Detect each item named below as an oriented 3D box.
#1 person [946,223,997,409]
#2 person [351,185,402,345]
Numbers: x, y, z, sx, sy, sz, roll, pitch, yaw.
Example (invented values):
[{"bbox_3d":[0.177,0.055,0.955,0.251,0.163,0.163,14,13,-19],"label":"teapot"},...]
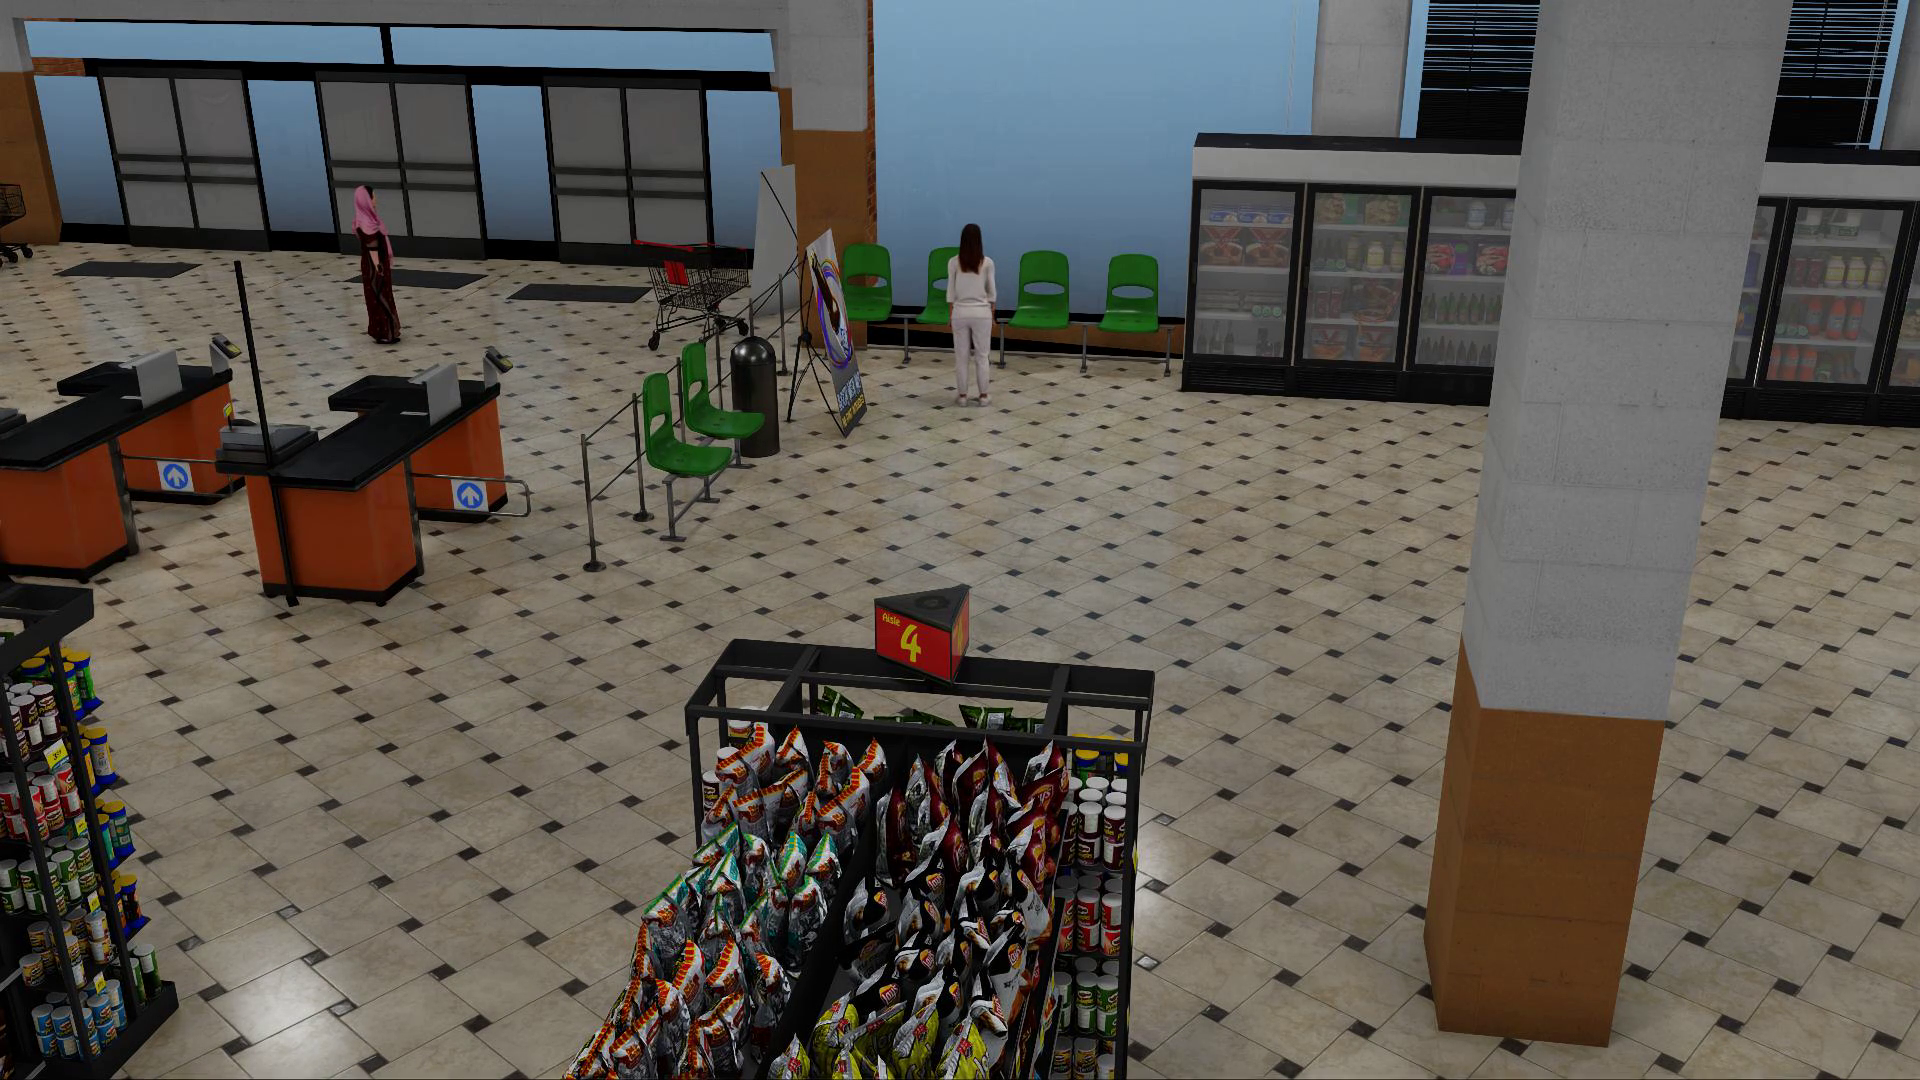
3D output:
[{"bbox_3d":[0.106,-2.048,15.175,0.628,1.688,0.561,1,22,2],"label":"person"},{"bbox_3d":[-6.077,-2.862,17.269,0.818,1.637,0.702,-7,23,-16],"label":"person"}]
